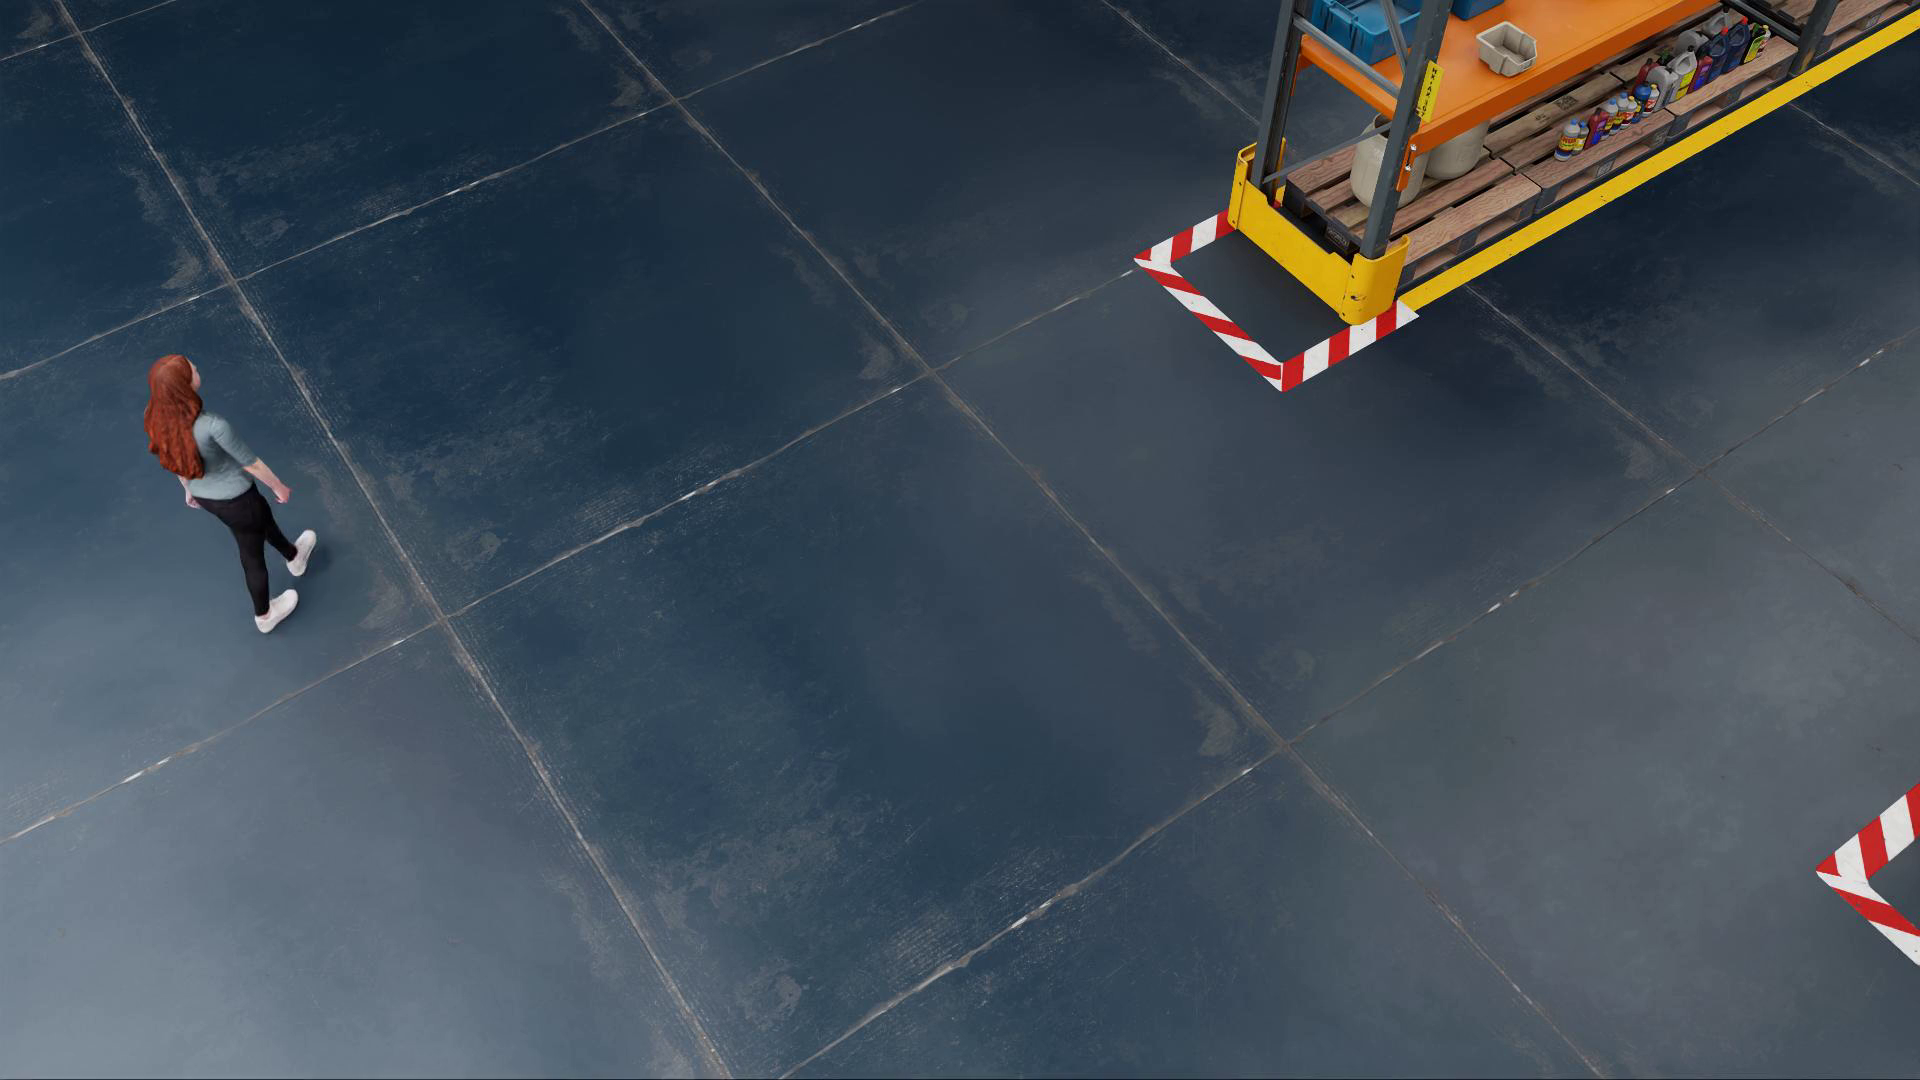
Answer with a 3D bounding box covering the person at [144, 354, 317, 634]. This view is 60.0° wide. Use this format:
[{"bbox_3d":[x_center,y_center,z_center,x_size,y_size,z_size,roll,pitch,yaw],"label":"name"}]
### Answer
[{"bbox_3d":[-3.454,-0.141,7.746,0.849,1.724,0.948,16,54,12],"label":"person"}]
